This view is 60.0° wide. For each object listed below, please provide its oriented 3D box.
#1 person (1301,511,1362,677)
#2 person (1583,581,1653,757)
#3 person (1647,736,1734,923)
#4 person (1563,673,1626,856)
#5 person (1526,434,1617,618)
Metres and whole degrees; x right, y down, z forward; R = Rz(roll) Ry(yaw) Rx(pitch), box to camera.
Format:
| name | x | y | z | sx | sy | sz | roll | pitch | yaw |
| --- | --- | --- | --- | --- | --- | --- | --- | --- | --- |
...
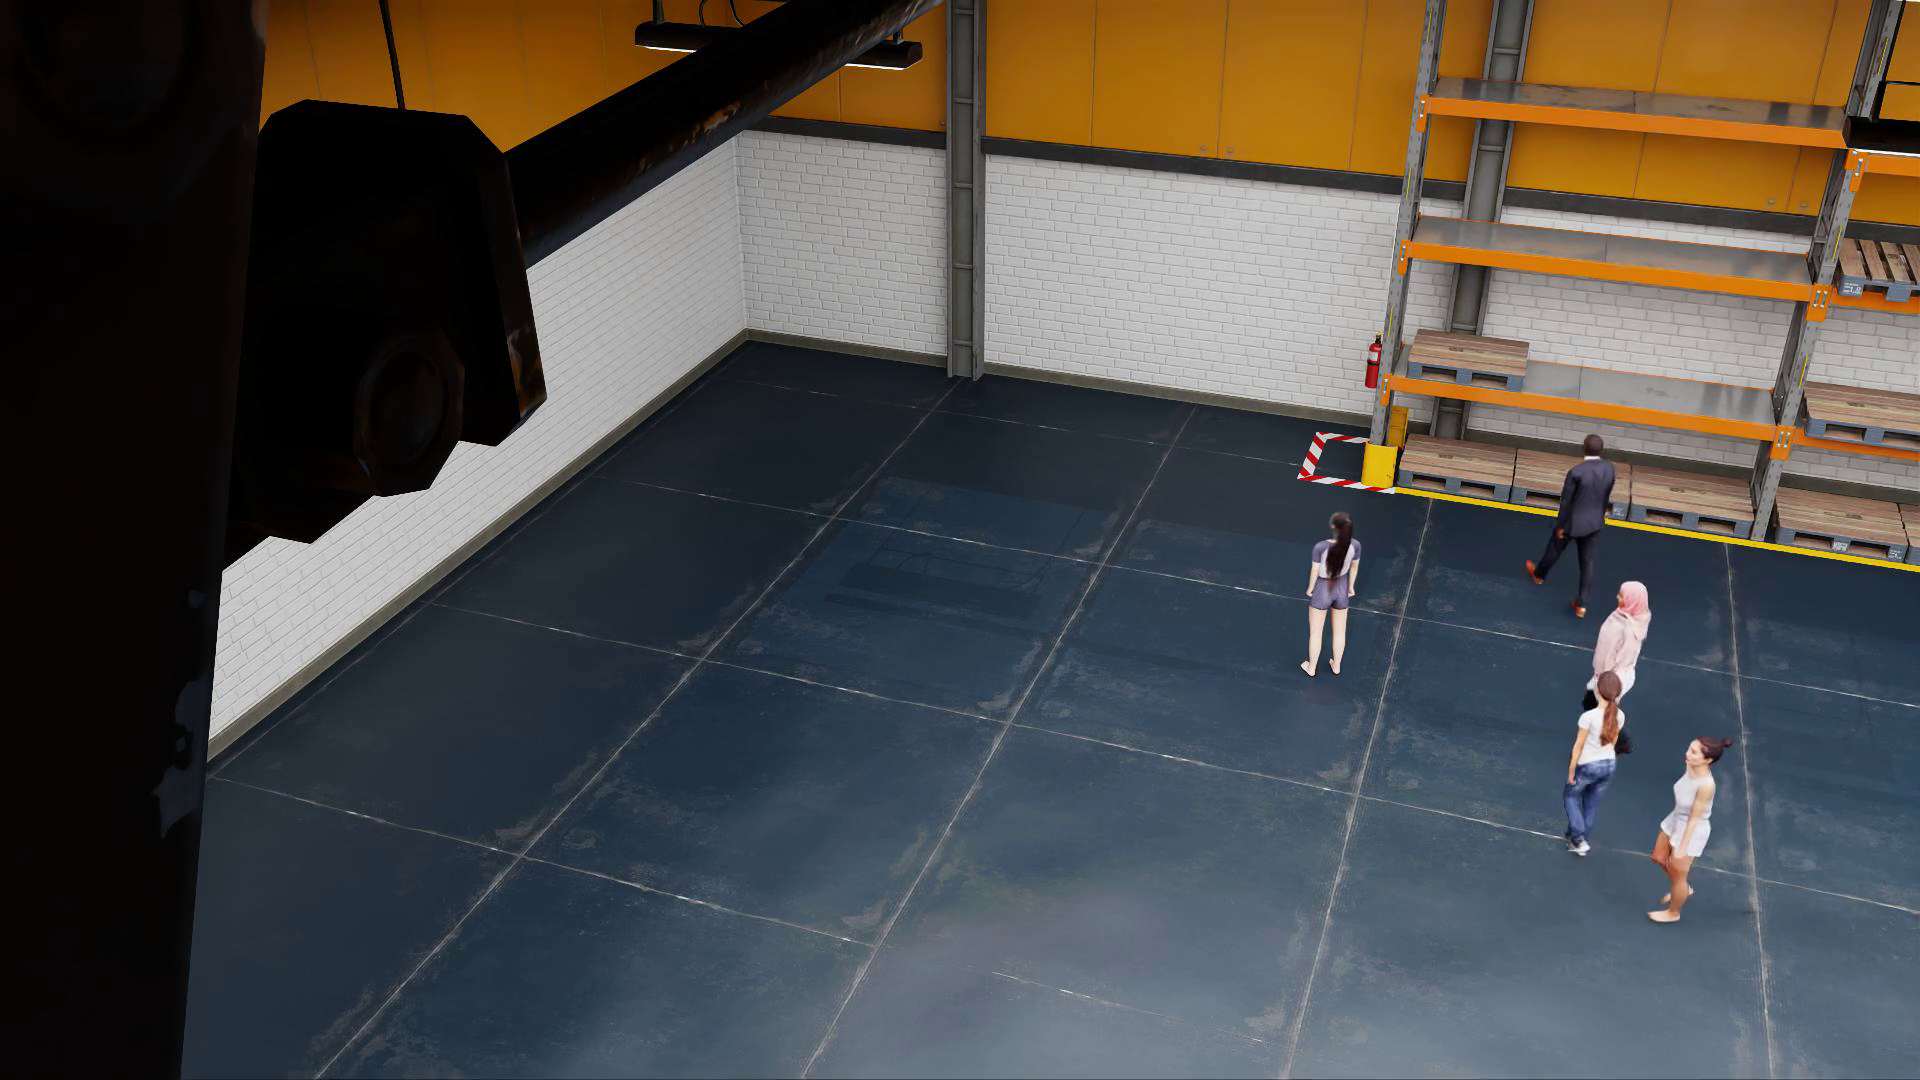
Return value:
| name | x | y | z | sx | sy | sz | roll | pitch | yaw |
| --- | --- | --- | --- | --- | --- | --- | --- | --- | --- |
| person | 3.313 | 0.477 | 14.834 | 0.626 | 1.647 | 0.739 | -3 | 29 | -6 |
| person | 5.398 | 1.142 | 13.461 | 0.747 | 1.794 | 0.677 | 7 | 29 | 12 |
| person | 5.297 | 2.086 | 11.936 | 0.661 | 1.597 | 0.645 | 1 | 29 | 2 |
| person | 4.830 | 1.757 | 12.598 | 0.728 | 1.542 | 0.762 | -6 | 29 | -11 |
| person | 5.915 | -0.101 | 15.749 | 1.197 | 1.784 | 1.120 | -4 | 29 | -8 |
